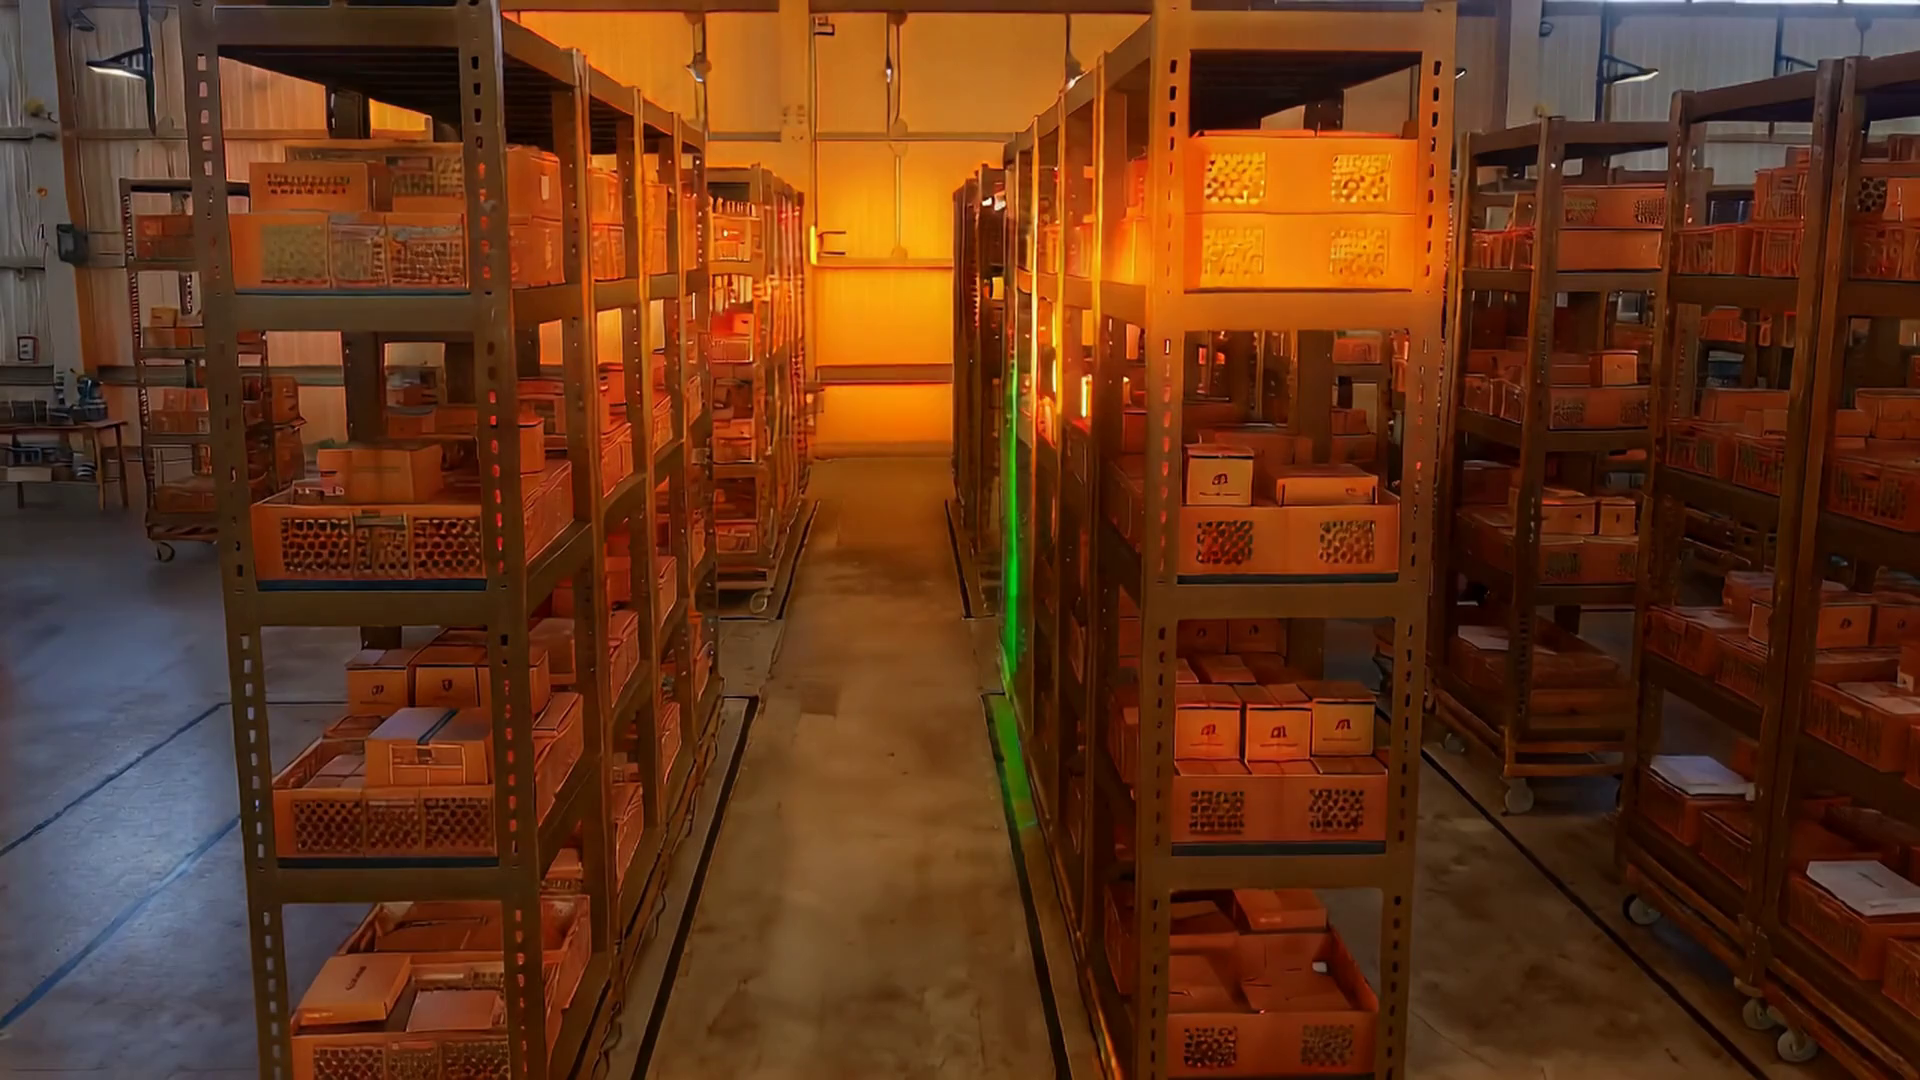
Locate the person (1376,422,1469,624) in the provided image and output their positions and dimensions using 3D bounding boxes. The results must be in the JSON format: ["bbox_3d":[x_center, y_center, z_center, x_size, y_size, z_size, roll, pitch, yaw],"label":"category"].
[{"bbox_3d":[3.593,-0.097,12.521,0.985,1.780,0.585,5,11,25],"label":"person"}]
